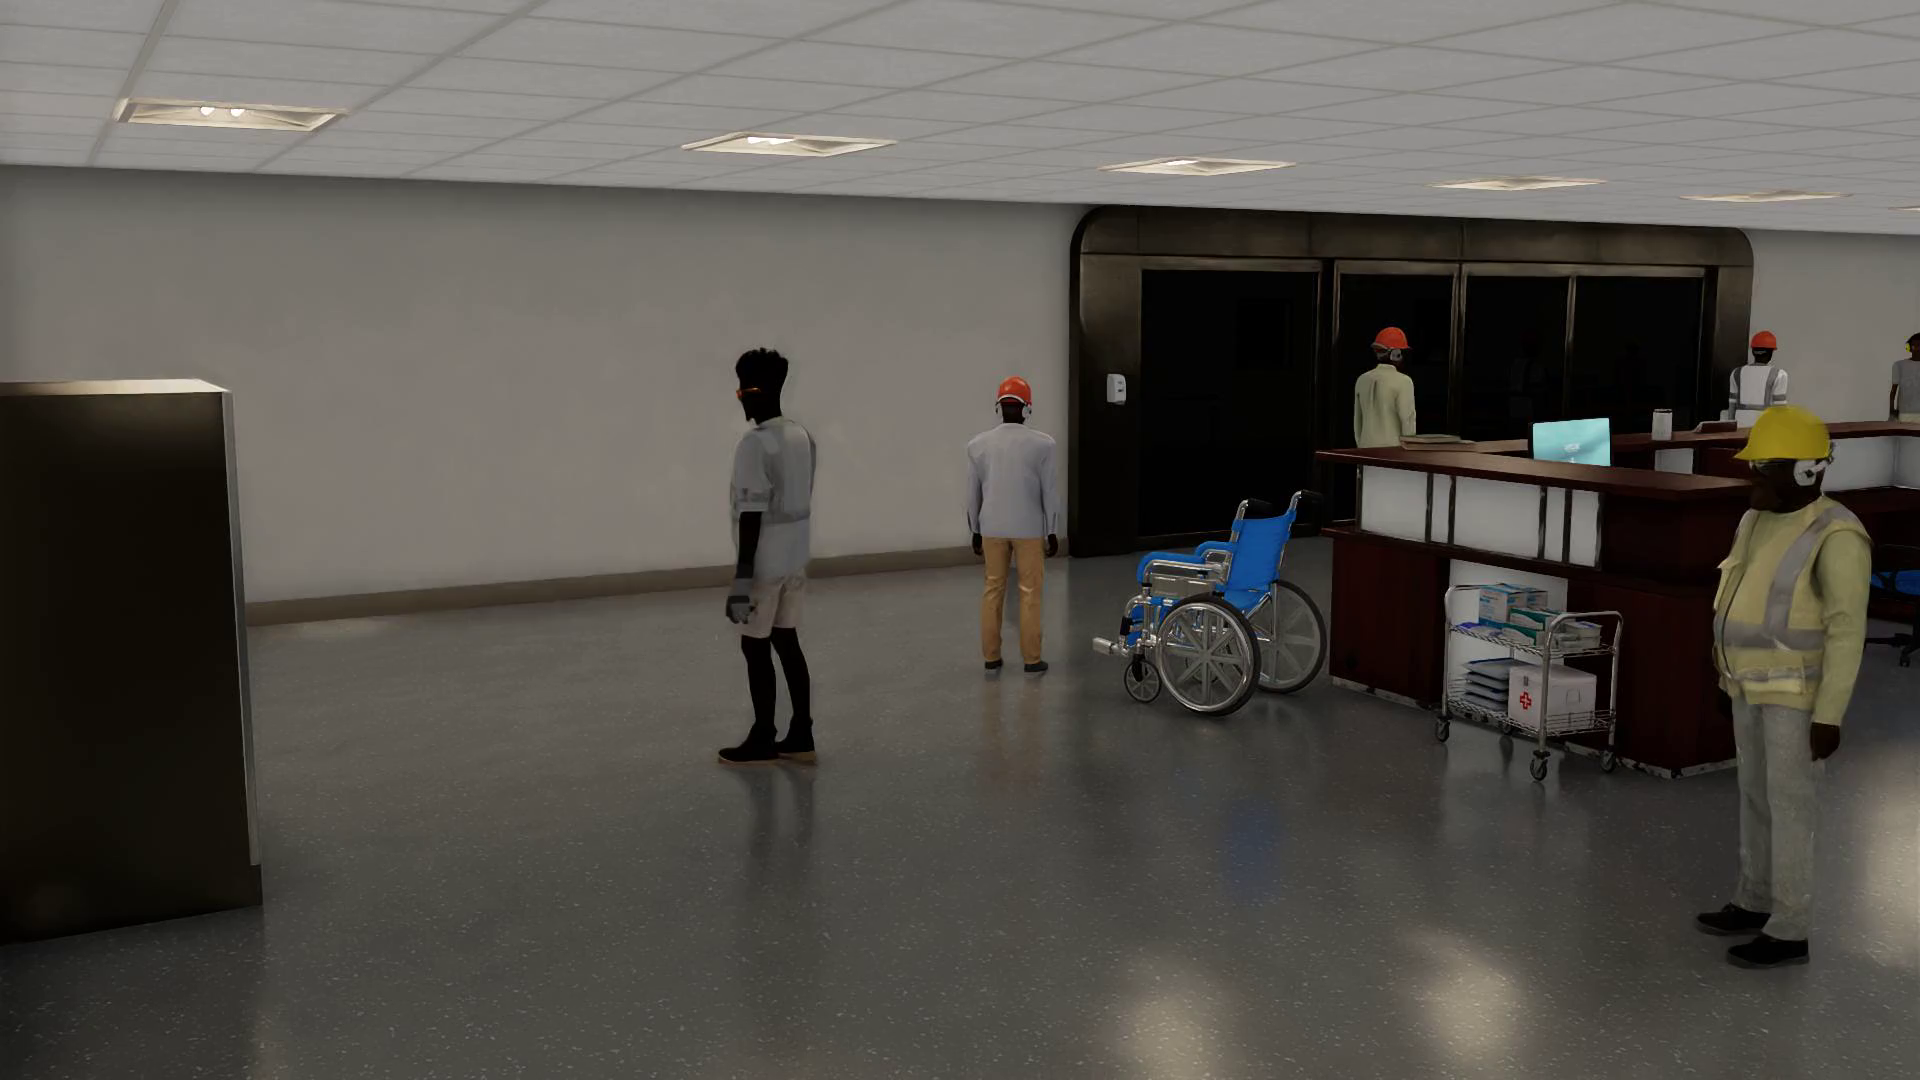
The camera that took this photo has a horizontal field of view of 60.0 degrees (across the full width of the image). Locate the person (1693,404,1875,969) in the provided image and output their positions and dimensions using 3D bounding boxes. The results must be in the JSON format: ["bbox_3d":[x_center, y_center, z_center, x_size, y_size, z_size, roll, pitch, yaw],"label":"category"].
[{"bbox_3d":[2.672,0.472,5.437,0.403,1.829,0.594,-1,8,-5],"label":"person"}]

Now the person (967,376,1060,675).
[{"bbox_3d":[0.319,-0.083,9.747,0.564,1.743,0.353,3,8,20],"label":"person"}]

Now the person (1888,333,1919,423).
[{"bbox_3d":[11.067,-1.463,19.295,0.554,1.868,0.320,1,8,9],"label":"person"}]

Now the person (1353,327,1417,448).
[{"bbox_3d":[3.427,-0.706,13.348,0.389,1.992,0.620,-5,9,-32],"label":"person"}]

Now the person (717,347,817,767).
[{"bbox_3d":[-0.898,0.094,7.699,0.420,1.964,0.654,3,9,23],"label":"person"}]

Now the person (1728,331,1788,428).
[{"bbox_3d":[7.810,-1.077,16.294,0.389,1.930,0.547,-7,10,-41],"label":"person"}]
